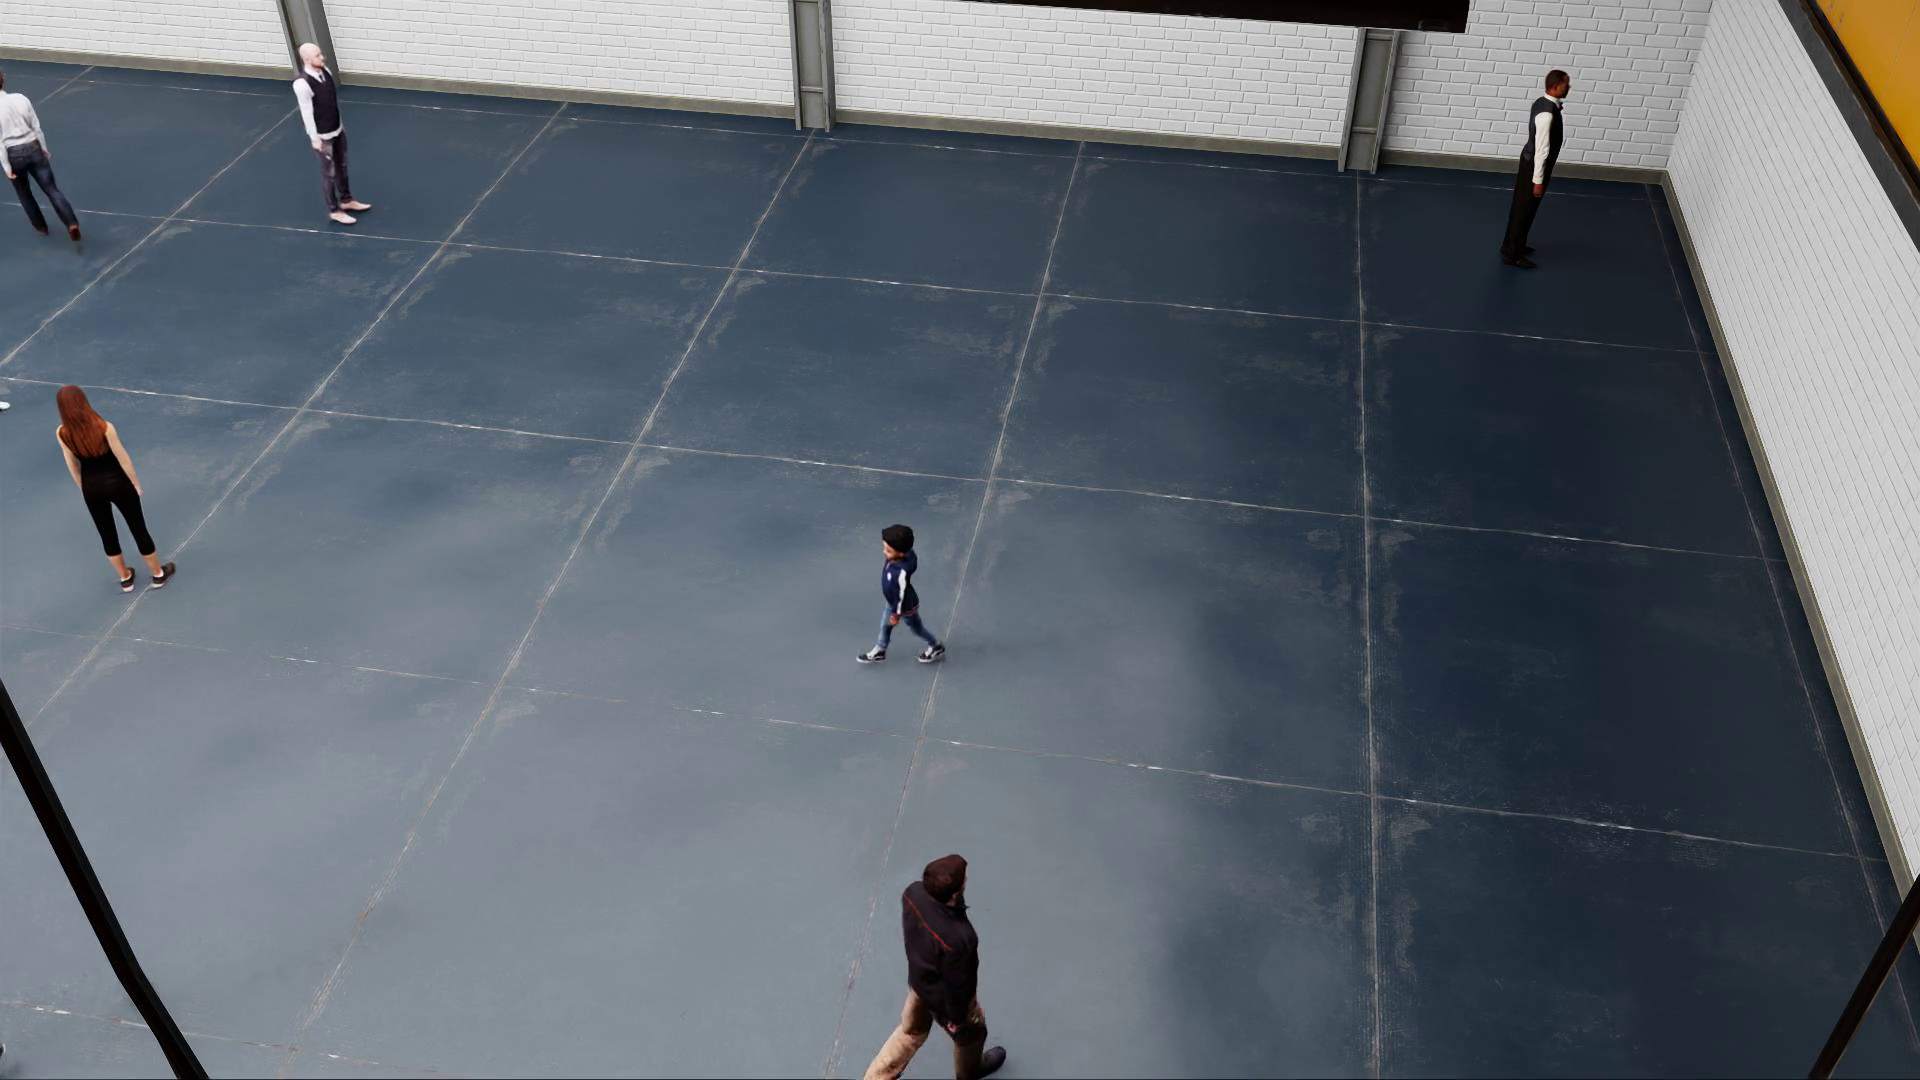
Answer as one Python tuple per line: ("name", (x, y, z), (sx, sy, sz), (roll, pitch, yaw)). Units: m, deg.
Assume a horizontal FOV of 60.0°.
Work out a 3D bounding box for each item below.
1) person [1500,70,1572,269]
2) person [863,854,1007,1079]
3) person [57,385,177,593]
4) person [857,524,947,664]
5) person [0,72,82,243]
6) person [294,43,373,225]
("person", (5.457, -3.537, 15.786), (0.563, 1.919, 0.678), (7, 39, 9))
("person", (-0.174, 2.304, 8.485), (1.192, 1.903, 1.195), (-28, 46, -30))
("person", (-6.141, -0.367, 11.971), (0.548, 1.726, 0.681), (-5, 39, -6))
("person", (-0.344, 0.394, 11.442), (0.924, 1.197, 0.735), (-9, 40, -12))
("person", (-9.007, -3.695, 16.085), (1.229, 1.793, 1.040), (29, 47, 31))
("person", (-6.285, -4.037, 16.490), (0.577, 1.823, 0.684), (8, 39, 10))
